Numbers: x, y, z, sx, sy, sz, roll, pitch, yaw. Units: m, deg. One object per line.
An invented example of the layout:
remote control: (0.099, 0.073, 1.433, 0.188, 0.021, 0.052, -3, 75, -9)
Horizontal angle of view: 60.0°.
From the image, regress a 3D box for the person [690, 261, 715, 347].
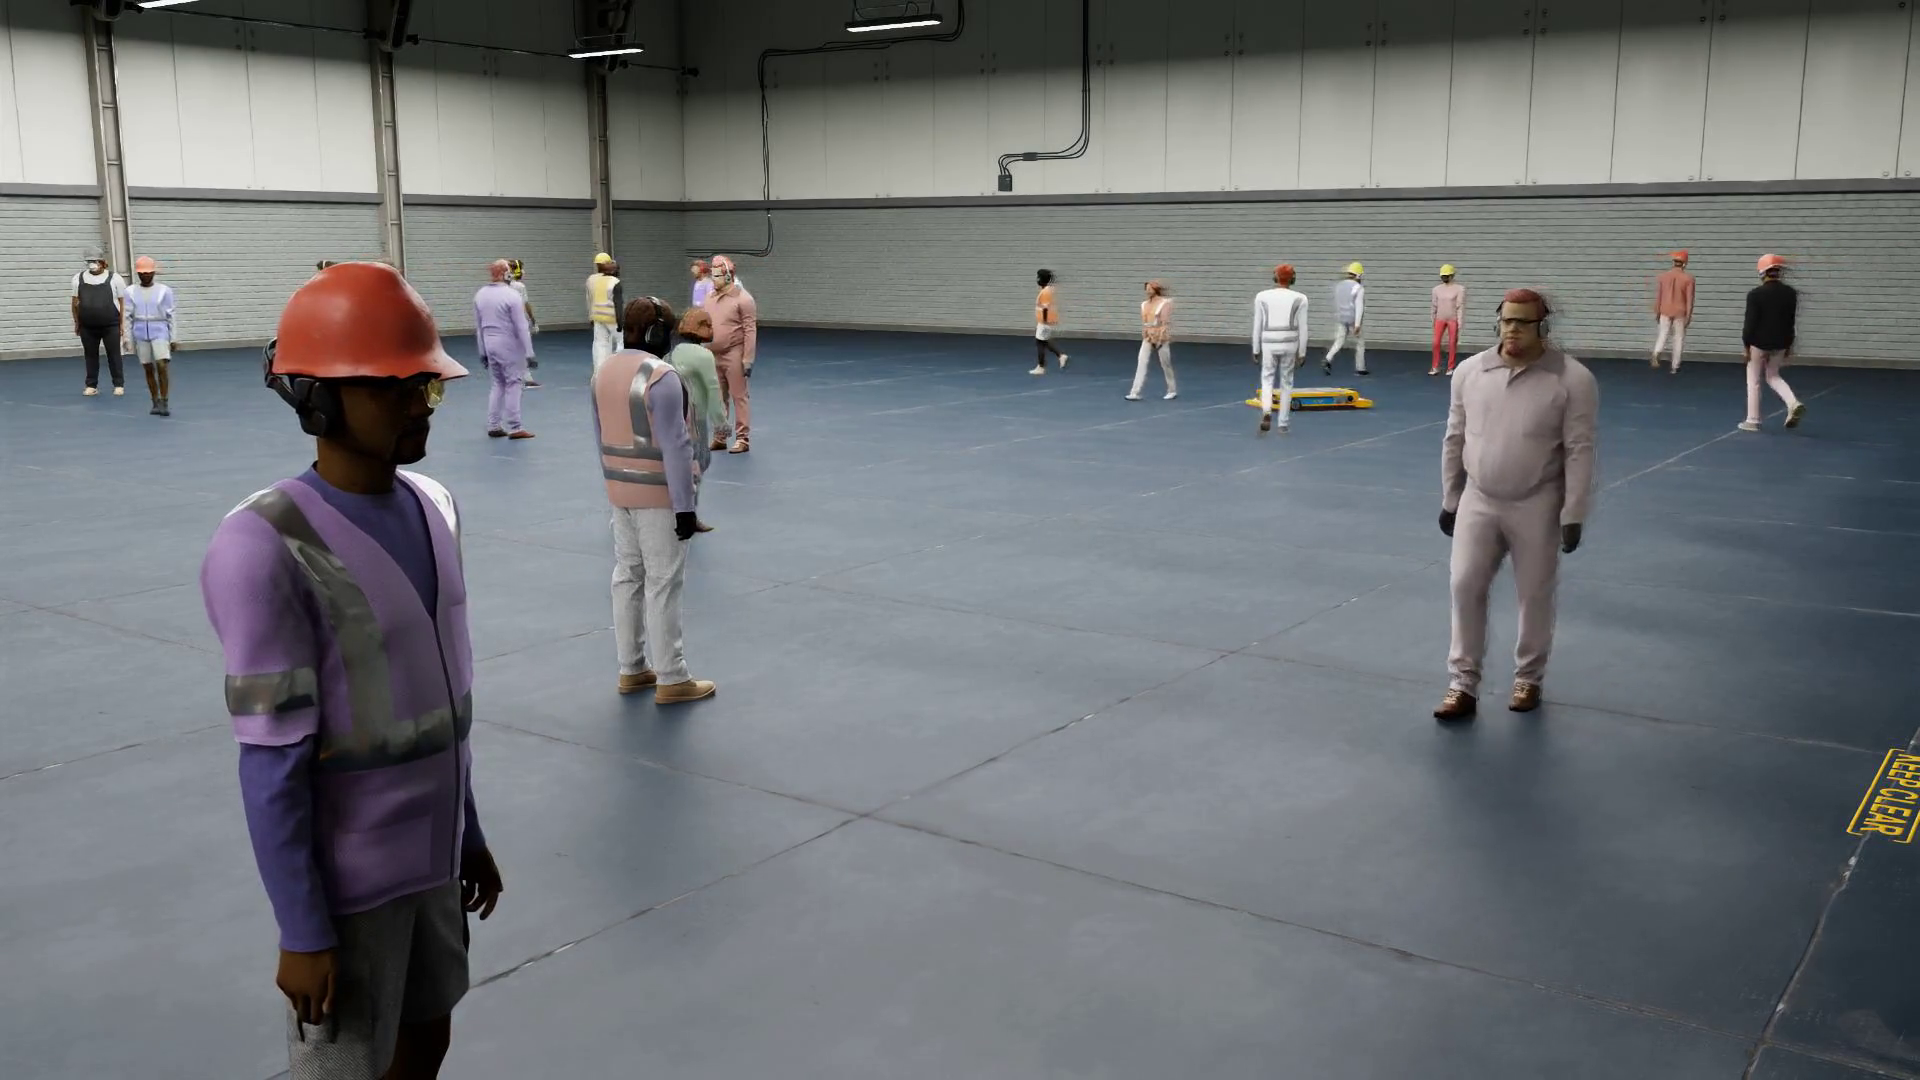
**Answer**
person: (-3.735, -3.161, 24.350, 0.427, 1.817, 0.658, -4, 11, -23)

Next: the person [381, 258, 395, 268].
person: (-8.788, -3.367, 25.407, 0.628, 1.868, 1.052, 3, 11, 18)

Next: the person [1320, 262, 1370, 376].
person: (6.040, -3.438, 25.942, 0.845, 1.797, 0.586, -7, 12, -35)

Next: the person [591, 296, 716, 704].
person: (-1.396, -0.180, 7.571, 0.429, 1.840, 0.624, -10, 14, -44)

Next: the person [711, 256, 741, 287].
person: (-3.617, -3.378, 25.347, 0.544, 1.874, 1.012, 10, 14, 43)

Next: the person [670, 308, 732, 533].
person: (-1.895, -0.853, 11.949, 0.390, 1.618, 0.517, -7, 12, -34)

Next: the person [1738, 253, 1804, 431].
person: (8.944, -2.156, 18.289, 0.615, 1.972, 0.672, -2, 10, -12)

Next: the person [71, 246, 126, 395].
person: (-11.759, -2.988, 22.727, 0.694, 2.000, 0.535, -3, 11, -16)

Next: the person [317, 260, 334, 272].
person: (-8.614, -2.935, 23.003, 0.432, 1.842, 0.534, 1, 10, 7)

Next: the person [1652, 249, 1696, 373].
person: (11.373, -3.632, 26.500, 0.631, 1.982, 0.653, 9, 14, 43)

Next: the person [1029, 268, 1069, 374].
person: (1.405, -3.455, 26.334, 0.546, 1.682, 0.543, 2, 10, 11)

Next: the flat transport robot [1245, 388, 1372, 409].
flat transport robot: (4.396, -1.791, 20.974, 1.431, 0.197, 0.652, -2, 10, -13)

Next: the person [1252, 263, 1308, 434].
person: (3.464, -2.060, 18.010, 0.596, 1.866, 0.495, 3, 11, 16)

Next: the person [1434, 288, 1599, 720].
person: (2.368, -0.139, 7.224, 0.692, 1.876, 0.815, 7, 12, 33)

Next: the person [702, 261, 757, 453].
person: (-2.325, -1.811, 16.527, 0.640, 1.904, 0.401, 7, 12, 35)

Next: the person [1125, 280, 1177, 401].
person: (2.569, -2.634, 21.990, 0.512, 1.594, 0.864, 10, 14, 44)

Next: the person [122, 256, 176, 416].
person: (-9.755, -2.436, 19.982, 0.572, 1.905, 0.782, -3, 10, -15)

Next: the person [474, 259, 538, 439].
person: (-4.829, -2.012, 17.649, 0.687, 1.906, 0.405, 7, 12, 34)

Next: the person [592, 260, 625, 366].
person: (-5.254, -3.298, 25.082, 0.656, 1.815, 0.577, 7, 12, 33)

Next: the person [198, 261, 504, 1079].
person: (-0.995, 0.550, 2.905, 0.371, 2.044, 0.608, 2, 10, 11)

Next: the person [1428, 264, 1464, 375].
person: (7.597, -3.425, 26.012, 0.542, 1.735, 0.770, 6, 12, 32)

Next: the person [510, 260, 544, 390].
person: (-6.176, -3.027, 23.511, 0.829, 1.837, 0.514, -10, 14, -43)

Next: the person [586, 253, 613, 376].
person: (-5.519, -3.479, 25.795, 0.593, 1.925, 0.381, 7, 12, 35)
